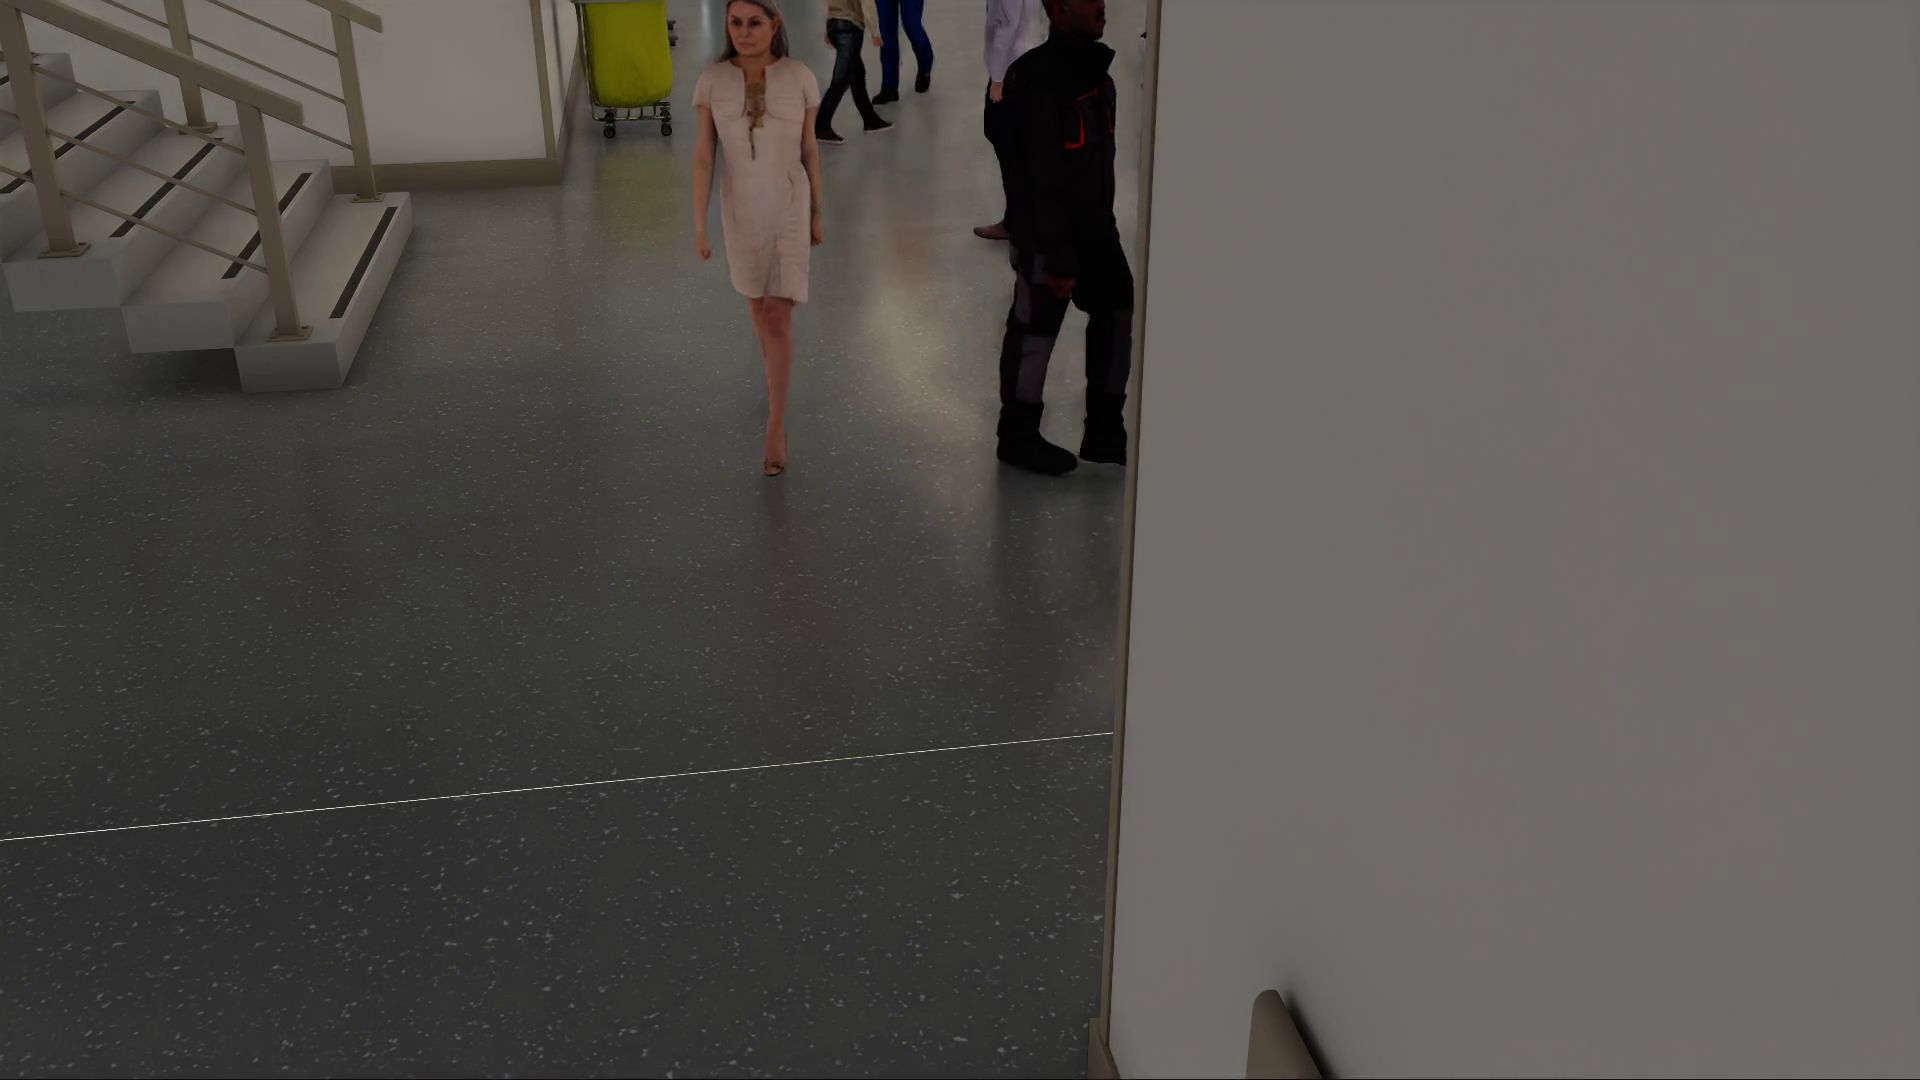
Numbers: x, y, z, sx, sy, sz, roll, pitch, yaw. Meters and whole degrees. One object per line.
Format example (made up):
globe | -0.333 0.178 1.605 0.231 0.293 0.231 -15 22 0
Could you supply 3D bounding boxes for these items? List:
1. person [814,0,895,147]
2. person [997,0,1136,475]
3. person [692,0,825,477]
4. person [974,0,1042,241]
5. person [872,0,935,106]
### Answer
person | -0.793 -3.282 10.852 1.045 1.429 0.825 -18 31 -33
person | 0.269 -1.101 5.893 1.045 1.808 0.976 13 29 25
person | -0.719 -1.157 6.146 1.156 1.689 0.816 1 26 1
person | 0.360 -2.474 8.702 0.840 1.841 0.826 5 26 11
person | -0.419 -4.185 12.215 0.997 1.872 1.024 12 28 24
